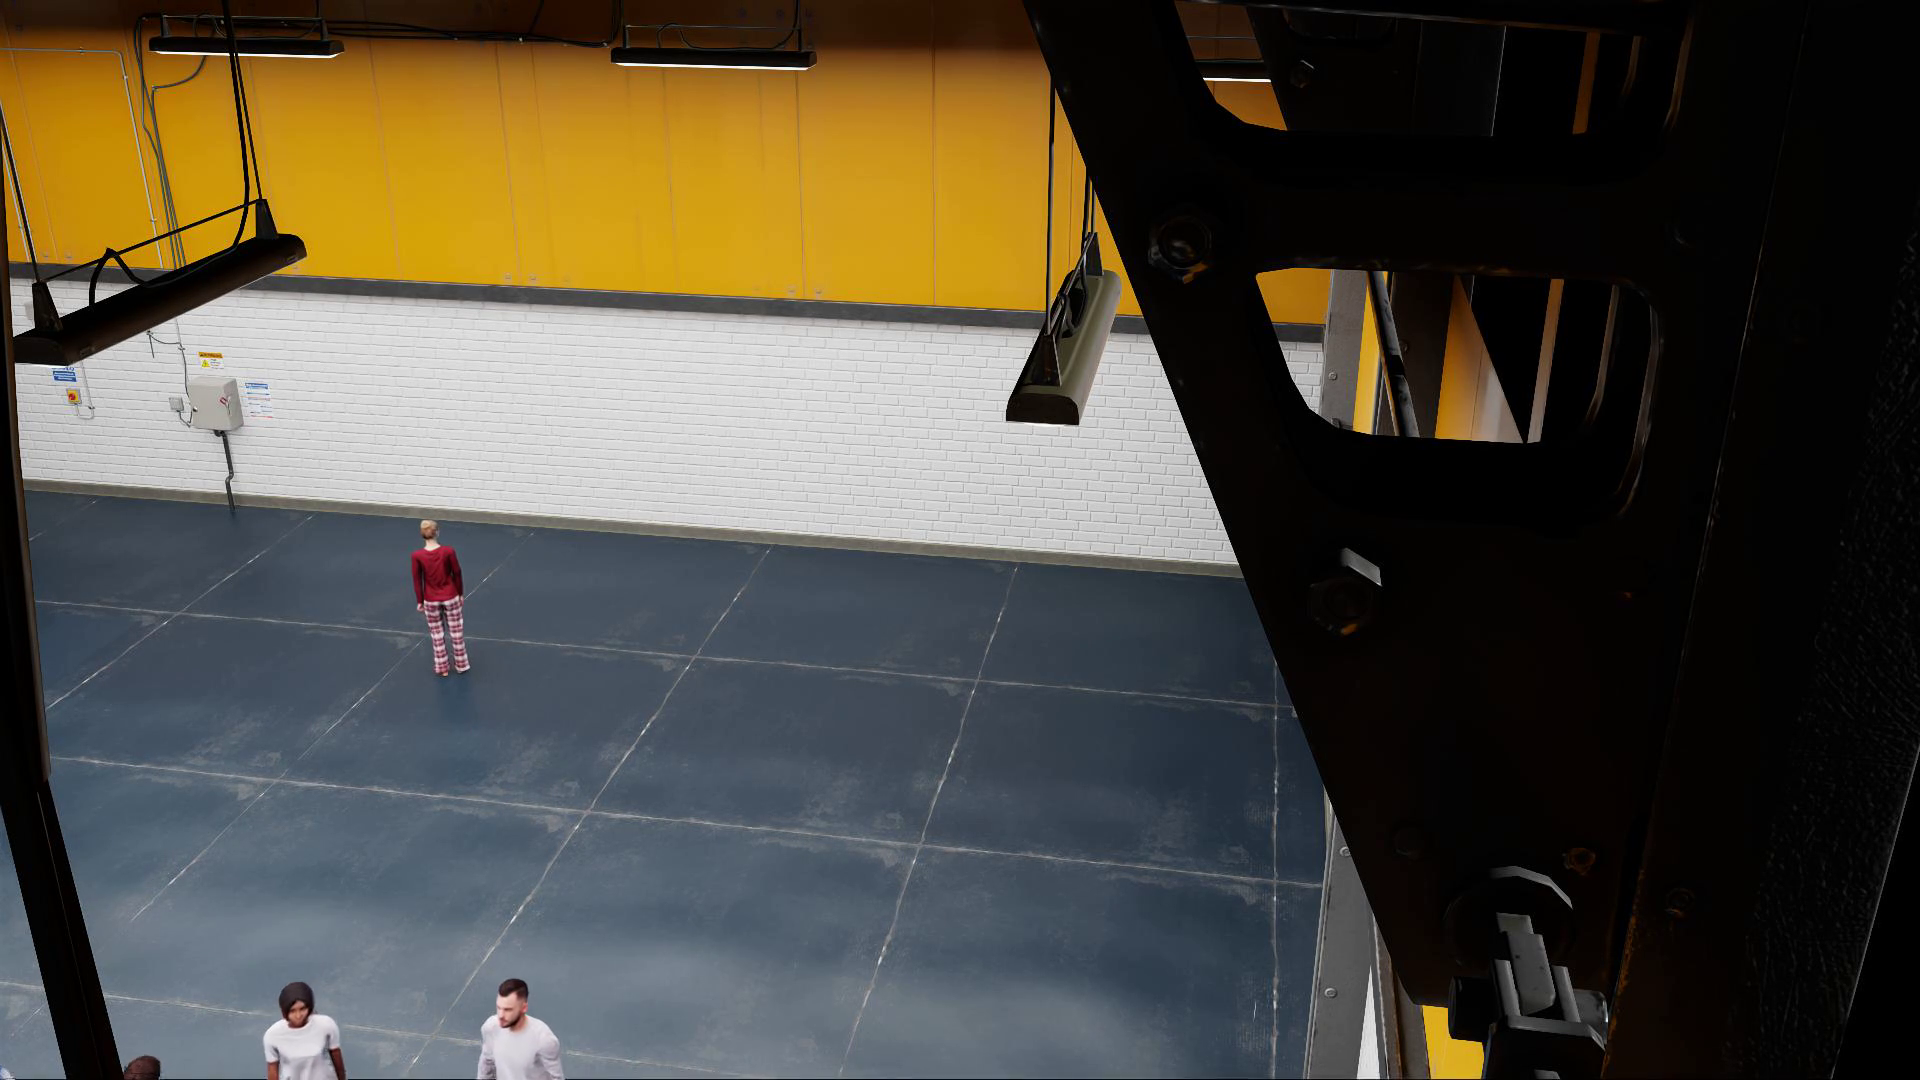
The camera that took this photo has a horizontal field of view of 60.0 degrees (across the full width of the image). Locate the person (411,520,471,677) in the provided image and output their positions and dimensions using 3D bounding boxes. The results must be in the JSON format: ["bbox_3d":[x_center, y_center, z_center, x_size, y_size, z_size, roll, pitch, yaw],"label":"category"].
[{"bbox_3d":[-5.239,0.574,16.782,0.684,1.704,0.662,-7,25,-16],"label":"person"}]

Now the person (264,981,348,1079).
[{"bbox_3d":[-4.031,3.400,10.307,0.841,1.713,0.963,-10,26,-22],"label":"person"}]

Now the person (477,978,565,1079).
[{"bbox_3d":[-2.631,3.411,10.130,0.769,1.834,0.712,10,25,21],"label":"person"}]
